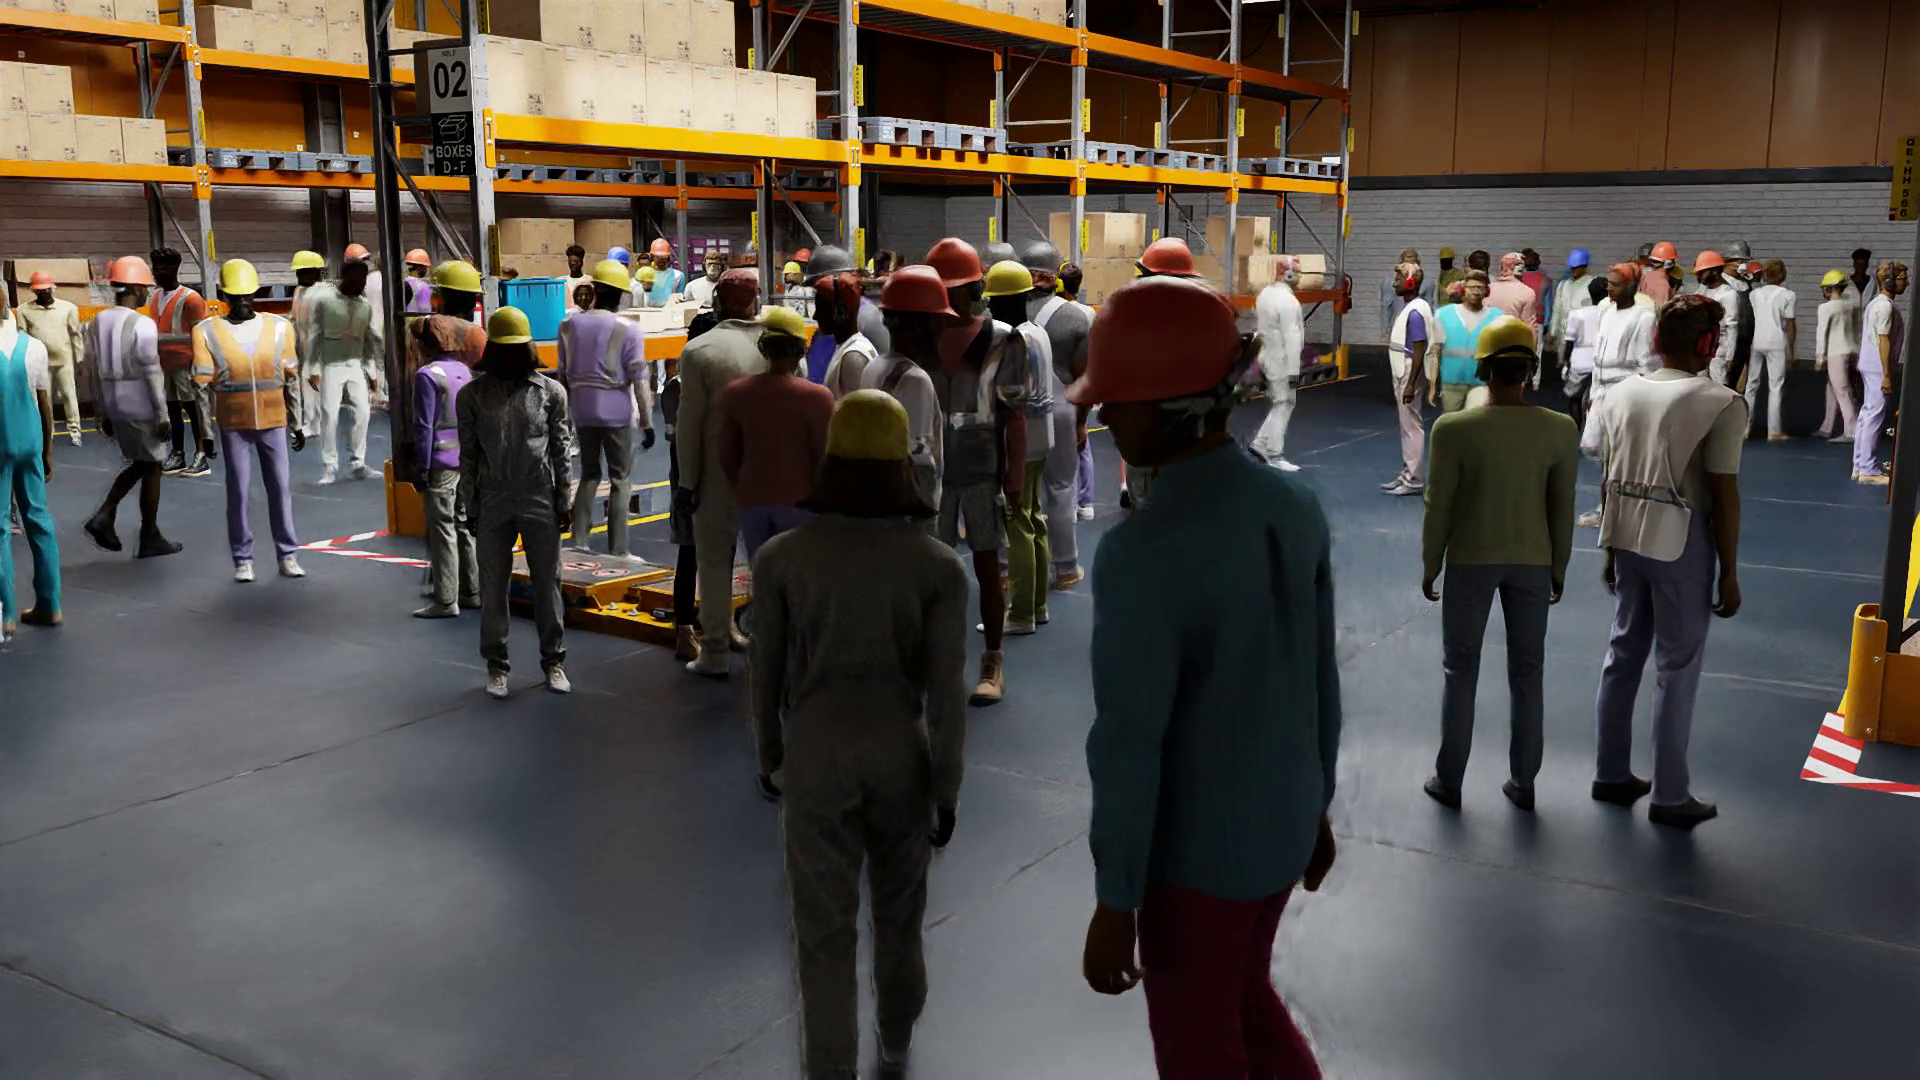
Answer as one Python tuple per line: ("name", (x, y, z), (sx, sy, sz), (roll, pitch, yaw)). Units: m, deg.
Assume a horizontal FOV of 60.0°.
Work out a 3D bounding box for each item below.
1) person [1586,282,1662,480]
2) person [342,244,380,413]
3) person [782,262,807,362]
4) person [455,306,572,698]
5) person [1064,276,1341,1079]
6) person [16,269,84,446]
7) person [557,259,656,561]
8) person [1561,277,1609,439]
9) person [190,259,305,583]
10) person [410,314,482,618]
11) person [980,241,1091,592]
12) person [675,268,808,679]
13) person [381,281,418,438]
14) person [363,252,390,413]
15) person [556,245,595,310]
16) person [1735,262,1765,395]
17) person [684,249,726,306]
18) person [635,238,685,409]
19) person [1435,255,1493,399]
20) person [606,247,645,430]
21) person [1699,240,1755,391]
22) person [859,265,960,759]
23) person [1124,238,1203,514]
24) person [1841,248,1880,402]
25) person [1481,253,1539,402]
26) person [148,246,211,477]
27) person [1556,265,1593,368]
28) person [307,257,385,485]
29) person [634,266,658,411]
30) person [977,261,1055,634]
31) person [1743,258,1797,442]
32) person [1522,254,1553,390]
("person", (5.496, -1.365, 13.794), (0.668, 1.822, 0.434), (-3, 11, -18))
("person", (-7.012, -2.480, 19.560), (0.431, 1.981, 0.631), (3, 11, 15))
("person", (-2.151, -2.712, 21.484), (0.294, 1.744, 0.487), (-6, 12, -32))
("person", (-1.959, -0.161, 7.367), (0.485, 1.737, 0.320), (-3, 11, -17))
("person", (0.458, 0.531, 2.920), (0.527, 1.964, 0.654), (8, 13, 37))
("person", (-8.909, -1.776, 16.306), (0.574, 1.742, 0.355), (-5, 11, -24))
("person", (-2.185, -0.768, 10.260), (0.604, 1.907, 0.410), (4, 11, 22))
("person", (5.902, -1.607, 15.528), (0.562, 1.668, 0.682), (2, 11, 14))
("person", (-4.212, -0.703, 9.883), (0.593, 1.915, 0.392), (-7, 12, -34))
("person", (-2.772, -0.398, 8.978), (0.314, 1.632, 0.524), (2, 10, 10))
("person", (0.430, -0.726, 9.654), (0.687, 2.000, 0.558), (2, 10, 10))
("person", (-1.025, -0.307, 7.757), (0.654, 1.896, 0.401), (-7, 12, -35))
("person", (-4.746, -1.380, 14.268), (0.322, 1.689, 0.537), (4, 11, 19))
("person", (-6.681, -2.407, 19.311), (0.688, 1.921, 0.506), (8, 13, 38))
("person", (-4.394, -2.399, 19.127), (0.610, 1.966, 0.364), (1, 10, 6))
("person", (10.338, -2.761, 21.765), (0.574, 1.739, 0.349), (-4, 11, -22))
("person", (-2.469, -1.963, 16.834), (0.634, 1.932, 0.361), (1, 10, 5))
("person", (-3.583, -2.590, 19.975), (0.605, 2.044, 0.374), (-3, 11, -15))
("person", (6.644, -2.723, 21.286), (1.063, 1.852, 0.655), (-6, 12, -30))
("person", (-3.624, -2.148, 17.790), (0.605, 1.948, 0.387), (6, 12, 31))
("person", (7.820, -2.037, 16.918), (0.681, 2.000, 0.535), (-6, 12, -30))
("person", (-0.188, -0.055, 6.238), (0.387, 1.931, 0.543), (-4, 11, -20))
("person", (1.010, -0.508, 8.479), (0.416, 2.035, 0.609), (0, 10, 0))
("person", (11.370, -2.741, 21.126), (0.609, 1.936, 0.917), (2, 11, 13))
("person", (5.133, -1.732, 15.606), (0.401, 1.904, 0.649), (-8, 13, -38))
("person", (-6.727, -1.523, 14.272), (0.613, 1.964, 0.361), (5, 11, 25))
("person", (9.830, -3.612, 26.311), (0.851, 1.796, 0.638), (-5, 11, -24))
("person", (-5.211, -1.410, 13.911), (0.383, 1.883, 0.710), (6, 12, 31))
("person", (-3.744, -2.372, 19.669), (0.362, 1.718, 0.544), (-6, 12, -30))
("person", (0.282, -0.467, 8.564), (0.393, 1.918, 0.585), (3, 11, 16))
("person", (8.135, -1.903, 16.727), (0.327, 1.844, 0.516), (-9, 13, -40))
("person", (7.688, -2.950, 22.569), (0.623, 1.835, 0.431), (3, 11, 15))
